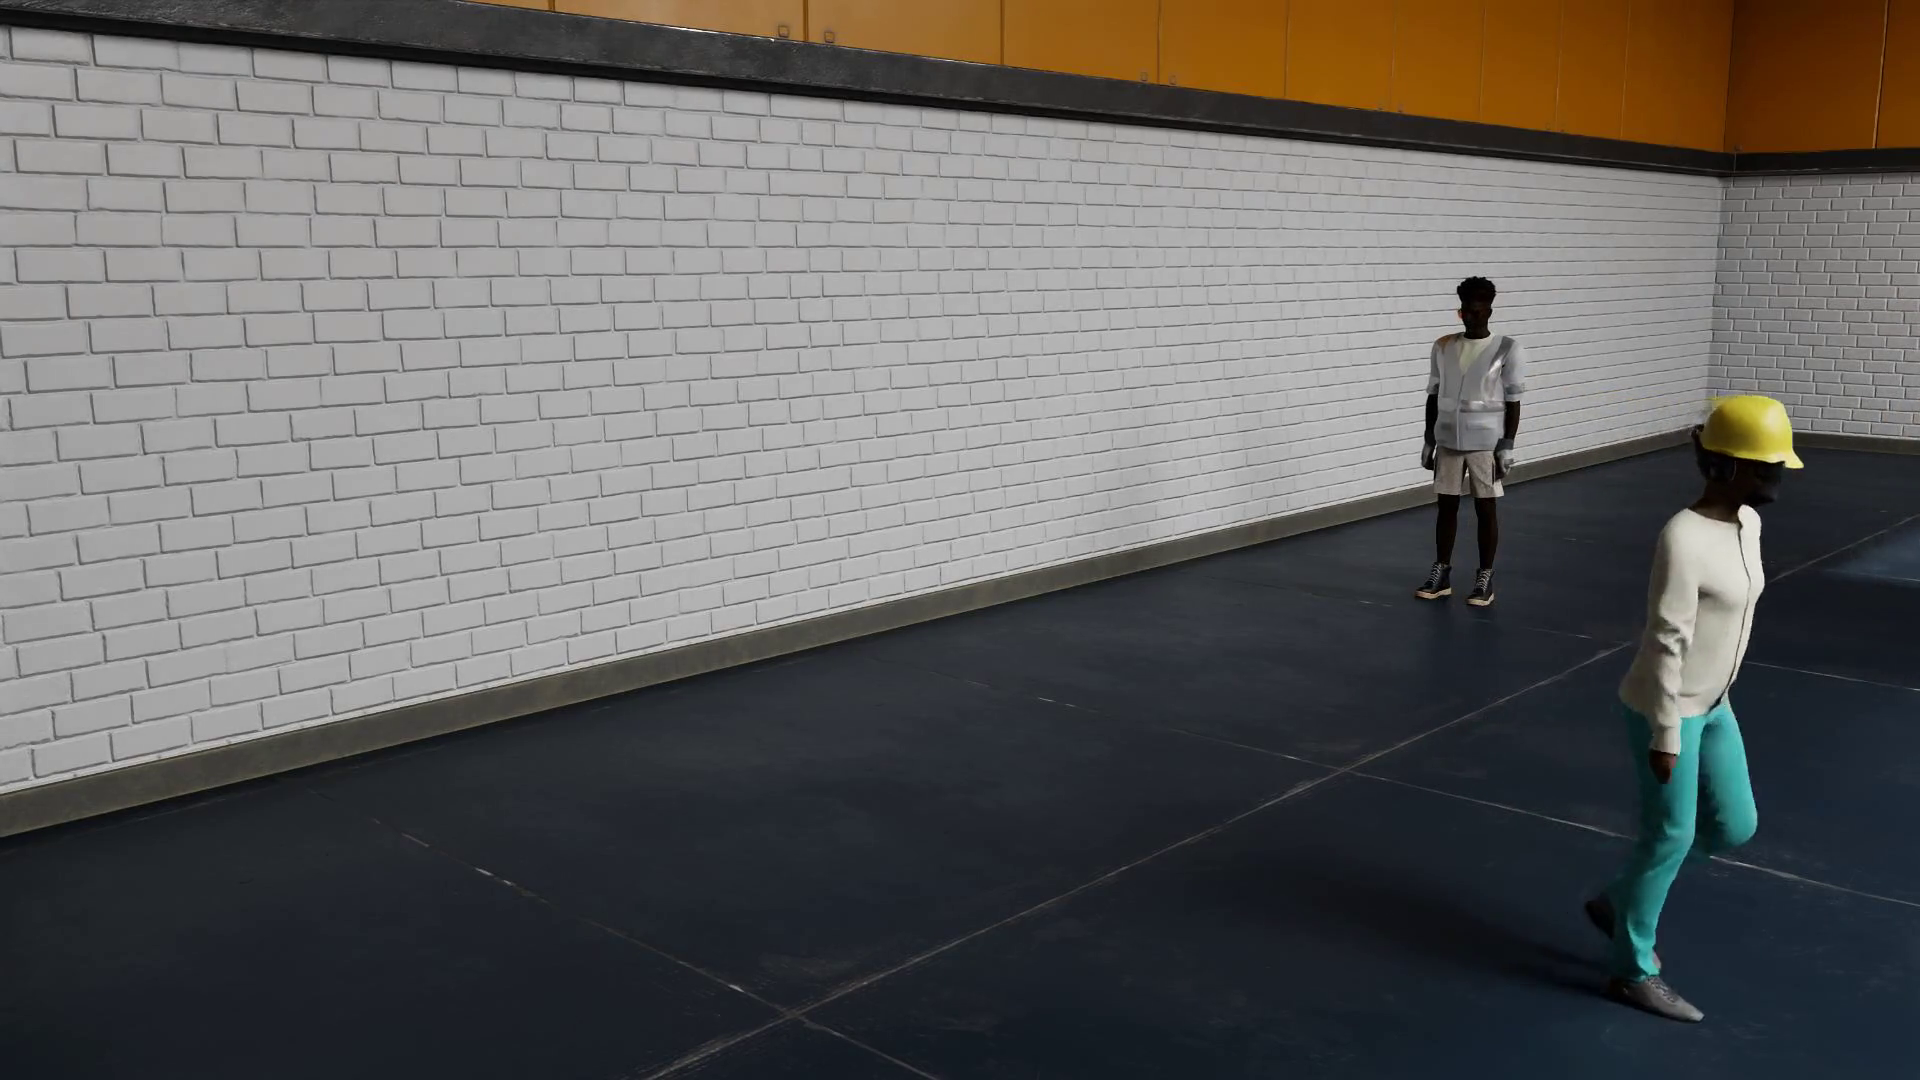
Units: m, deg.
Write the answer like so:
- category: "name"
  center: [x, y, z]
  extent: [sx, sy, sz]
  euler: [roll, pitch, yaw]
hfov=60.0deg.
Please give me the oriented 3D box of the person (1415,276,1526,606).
- category: "person"
  center: [3.053, -0.594, 9.977]
  extent: [0.604, 1.964, 0.367]
  euler: [8, 13, 39]

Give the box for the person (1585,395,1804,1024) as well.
- category: "person"
  center: [2.025, 0.466, 4.567]
  extent: [0.447, 1.741, 0.577]
  euler: [9, 14, 42]
